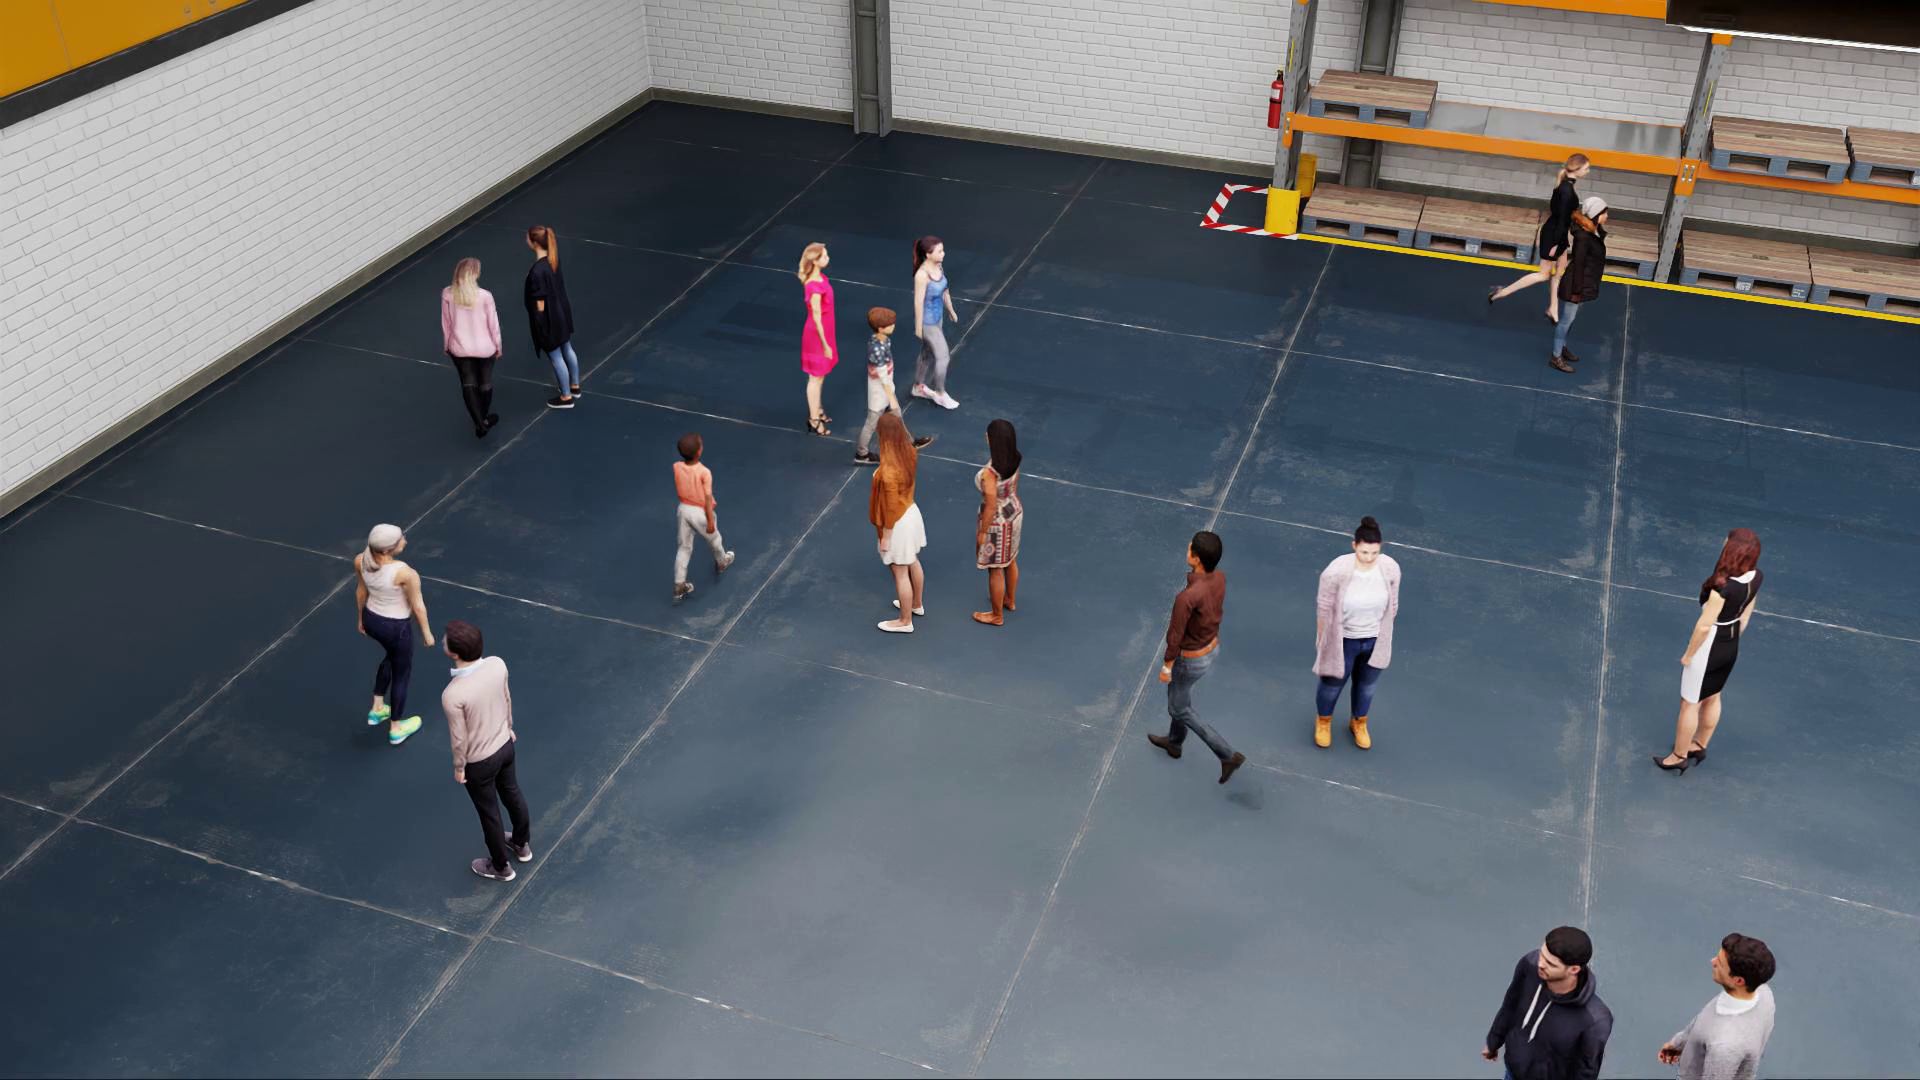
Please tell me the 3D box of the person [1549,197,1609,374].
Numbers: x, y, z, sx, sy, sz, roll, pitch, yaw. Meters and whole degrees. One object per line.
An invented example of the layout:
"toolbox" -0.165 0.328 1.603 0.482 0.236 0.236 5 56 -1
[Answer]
"person" 5.634 -2.348 15.143 0.666 1.633 0.679 19 38 26

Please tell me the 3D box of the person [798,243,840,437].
"person" -1.223 -1.718 14.112 0.638 1.724 0.639 1 34 1

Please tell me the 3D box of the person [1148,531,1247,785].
"person" 1.515 0.761 10.350 1.054 1.761 0.820 22 40 30

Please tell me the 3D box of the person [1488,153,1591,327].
"person" 5.550 -2.821 15.756 1.060 1.741 0.696 6 34 8

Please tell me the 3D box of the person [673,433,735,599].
"person" -1.976 -0.158 12.166 0.857 1.282 0.589 14 36 20

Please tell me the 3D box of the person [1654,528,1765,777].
"person" 4.705 0.709 10.397 0.642 1.795 0.683 -19 38 -26

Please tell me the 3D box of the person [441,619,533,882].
"person" -2.752 1.213 9.627 0.597 1.809 0.657 17 37 24

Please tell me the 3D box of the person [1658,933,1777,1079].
"person" 3.474 2.566 7.504 1.015 1.905 0.904 26 41 33

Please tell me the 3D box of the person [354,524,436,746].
"person" -3.666 0.606 10.668 0.541 1.667 0.782 6 34 9

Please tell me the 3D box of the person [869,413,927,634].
"person" -0.418 -0.118 11.714 0.551 1.716 0.618 12 35 17

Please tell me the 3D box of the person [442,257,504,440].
"person" -4.076 -1.580 13.967 0.848 1.655 0.880 -8 34 -12

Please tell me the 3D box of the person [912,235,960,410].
"person" -0.325 -1.919 14.536 0.713 1.591 0.574 9 35 14

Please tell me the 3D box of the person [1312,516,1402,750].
"person" 2.521 0.580 10.638 0.717 1.744 0.839 -2 34 -4

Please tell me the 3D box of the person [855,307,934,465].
"person" -0.724 -1.251 13.693 0.968 1.411 0.768 -2 34 -3

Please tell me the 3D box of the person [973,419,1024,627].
"person" 0.284 -0.137 11.805 0.578 1.645 0.681 17 37 24

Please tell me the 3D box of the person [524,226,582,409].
"person" -3.547 -1.946 14.493 0.575 1.683 0.644 9 35 13

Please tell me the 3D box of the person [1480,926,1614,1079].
"person" 2.763 2.456 7.698 0.882 1.874 0.834 -11 35 -16
